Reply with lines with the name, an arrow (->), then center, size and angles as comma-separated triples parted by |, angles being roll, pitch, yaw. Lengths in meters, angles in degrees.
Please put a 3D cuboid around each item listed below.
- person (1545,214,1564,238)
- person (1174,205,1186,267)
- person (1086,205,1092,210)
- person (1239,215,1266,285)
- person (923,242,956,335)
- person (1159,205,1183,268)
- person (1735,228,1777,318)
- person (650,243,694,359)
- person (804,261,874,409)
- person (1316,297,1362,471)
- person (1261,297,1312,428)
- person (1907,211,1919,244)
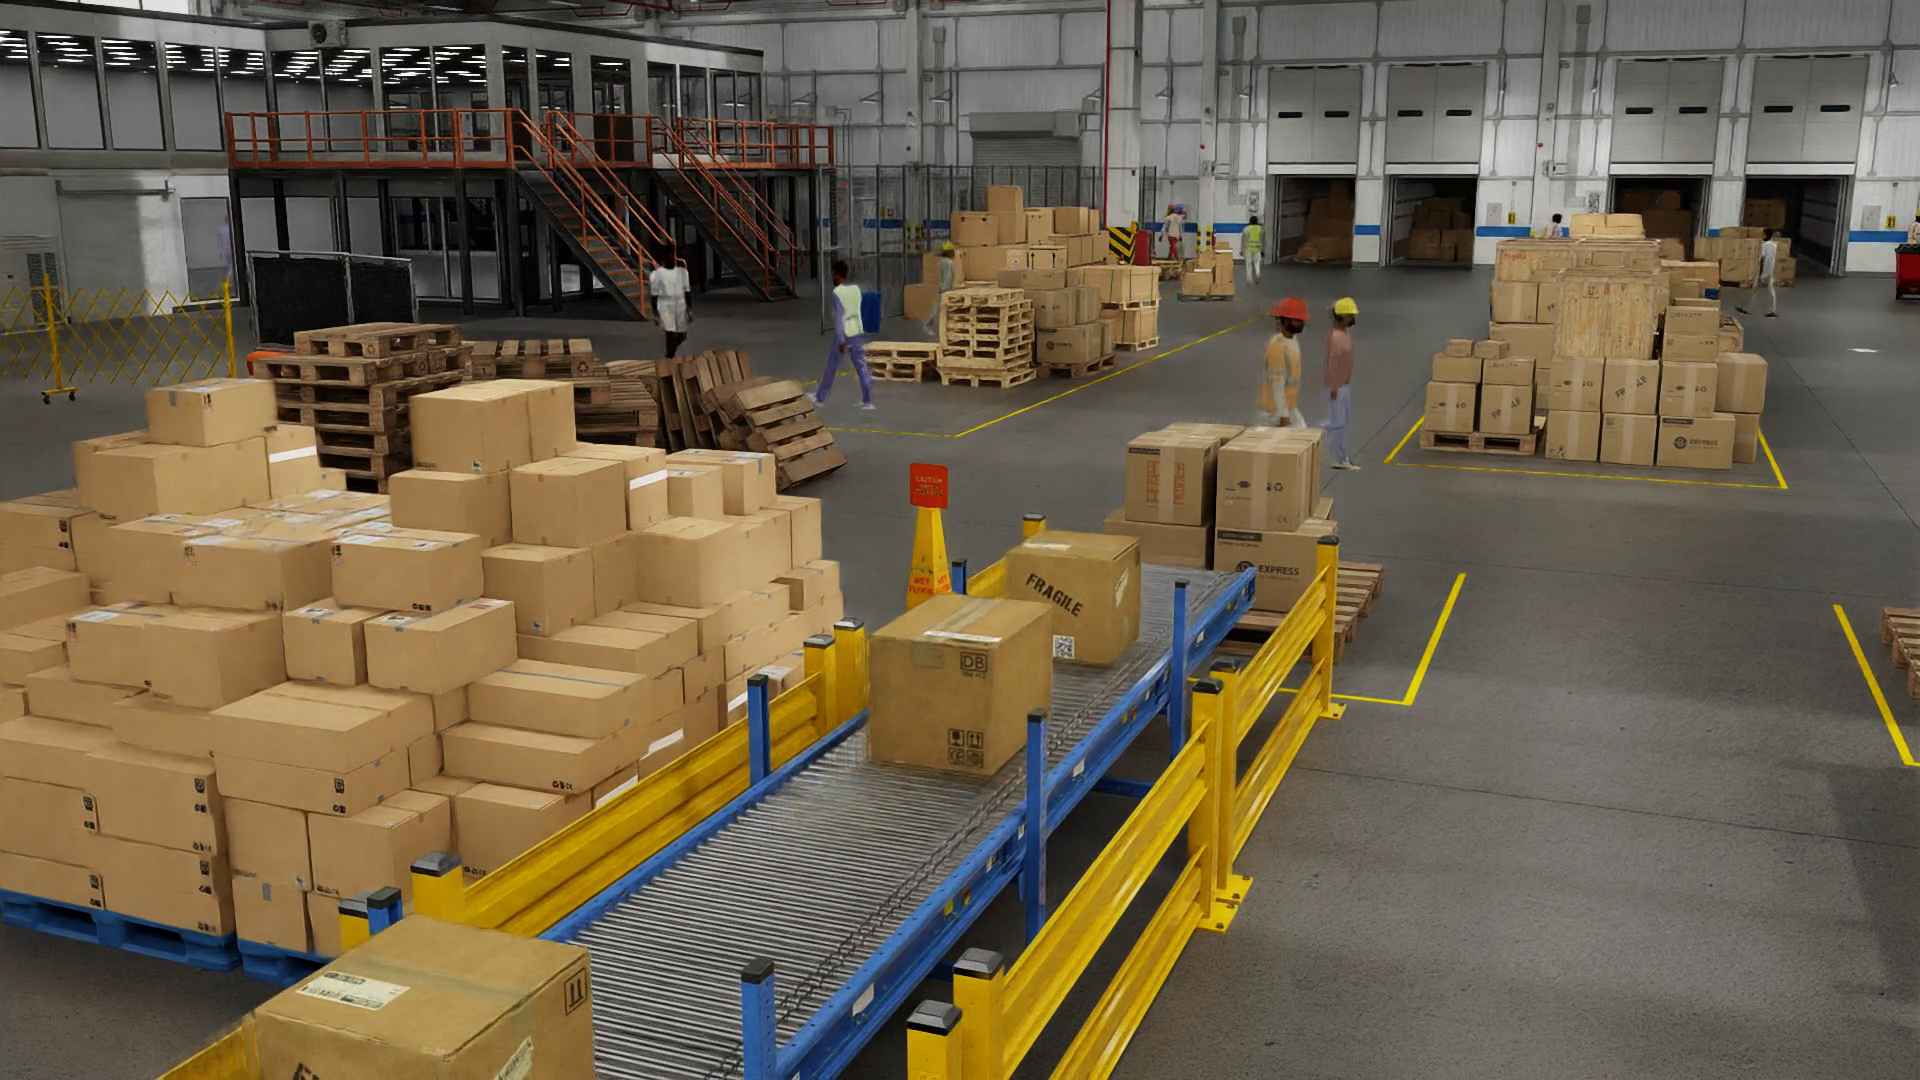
person -> 16.388, -8.015, 45.562 | 0.866, 1.807, 0.651 | -3, 13, -15
person -> 6.859, -9.495, 51.941 | 0.494, 1.921, 0.652 | 9, 15, 35
person -> 4.136, -9.528, 52.135 | 0.741, 1.916, 0.542 | -11, 17, -40
person -> 7.658, -7.599, 43.652 | 0.627, 1.826, 0.454 | -1, 13, -6
person -> -0.281, -4.632, 30.623 | 0.899, 1.703, 0.493 | -7, 14, -27
person -> 6.552, -9.373, 51.415 | 0.626, 1.928, 1.063 | -8, 15, -31
person -> 16.585, -5.521, 34.353 | 0.558, 1.815, 0.988 | -6, 14, -25
person -> -4.290, -3.426, 24.657 | 0.624, 1.948, 0.744 | -8, 15, -33
person -> -1.513, -2.606, 21.171 | 1.025, 1.863, 0.606 | 8, 15, 31
person -> 3.776, -1.570, 16.763 | 0.559, 1.752, 0.538 | 7, 14, 29
person -> 2.955, -1.175, 14.649 | 0.848, 1.902, 0.583 | 8, 15, 31
person -> 25.837, -7.944, 45.002 | 0.392, 1.916, 0.587 | 2, 13, 8
